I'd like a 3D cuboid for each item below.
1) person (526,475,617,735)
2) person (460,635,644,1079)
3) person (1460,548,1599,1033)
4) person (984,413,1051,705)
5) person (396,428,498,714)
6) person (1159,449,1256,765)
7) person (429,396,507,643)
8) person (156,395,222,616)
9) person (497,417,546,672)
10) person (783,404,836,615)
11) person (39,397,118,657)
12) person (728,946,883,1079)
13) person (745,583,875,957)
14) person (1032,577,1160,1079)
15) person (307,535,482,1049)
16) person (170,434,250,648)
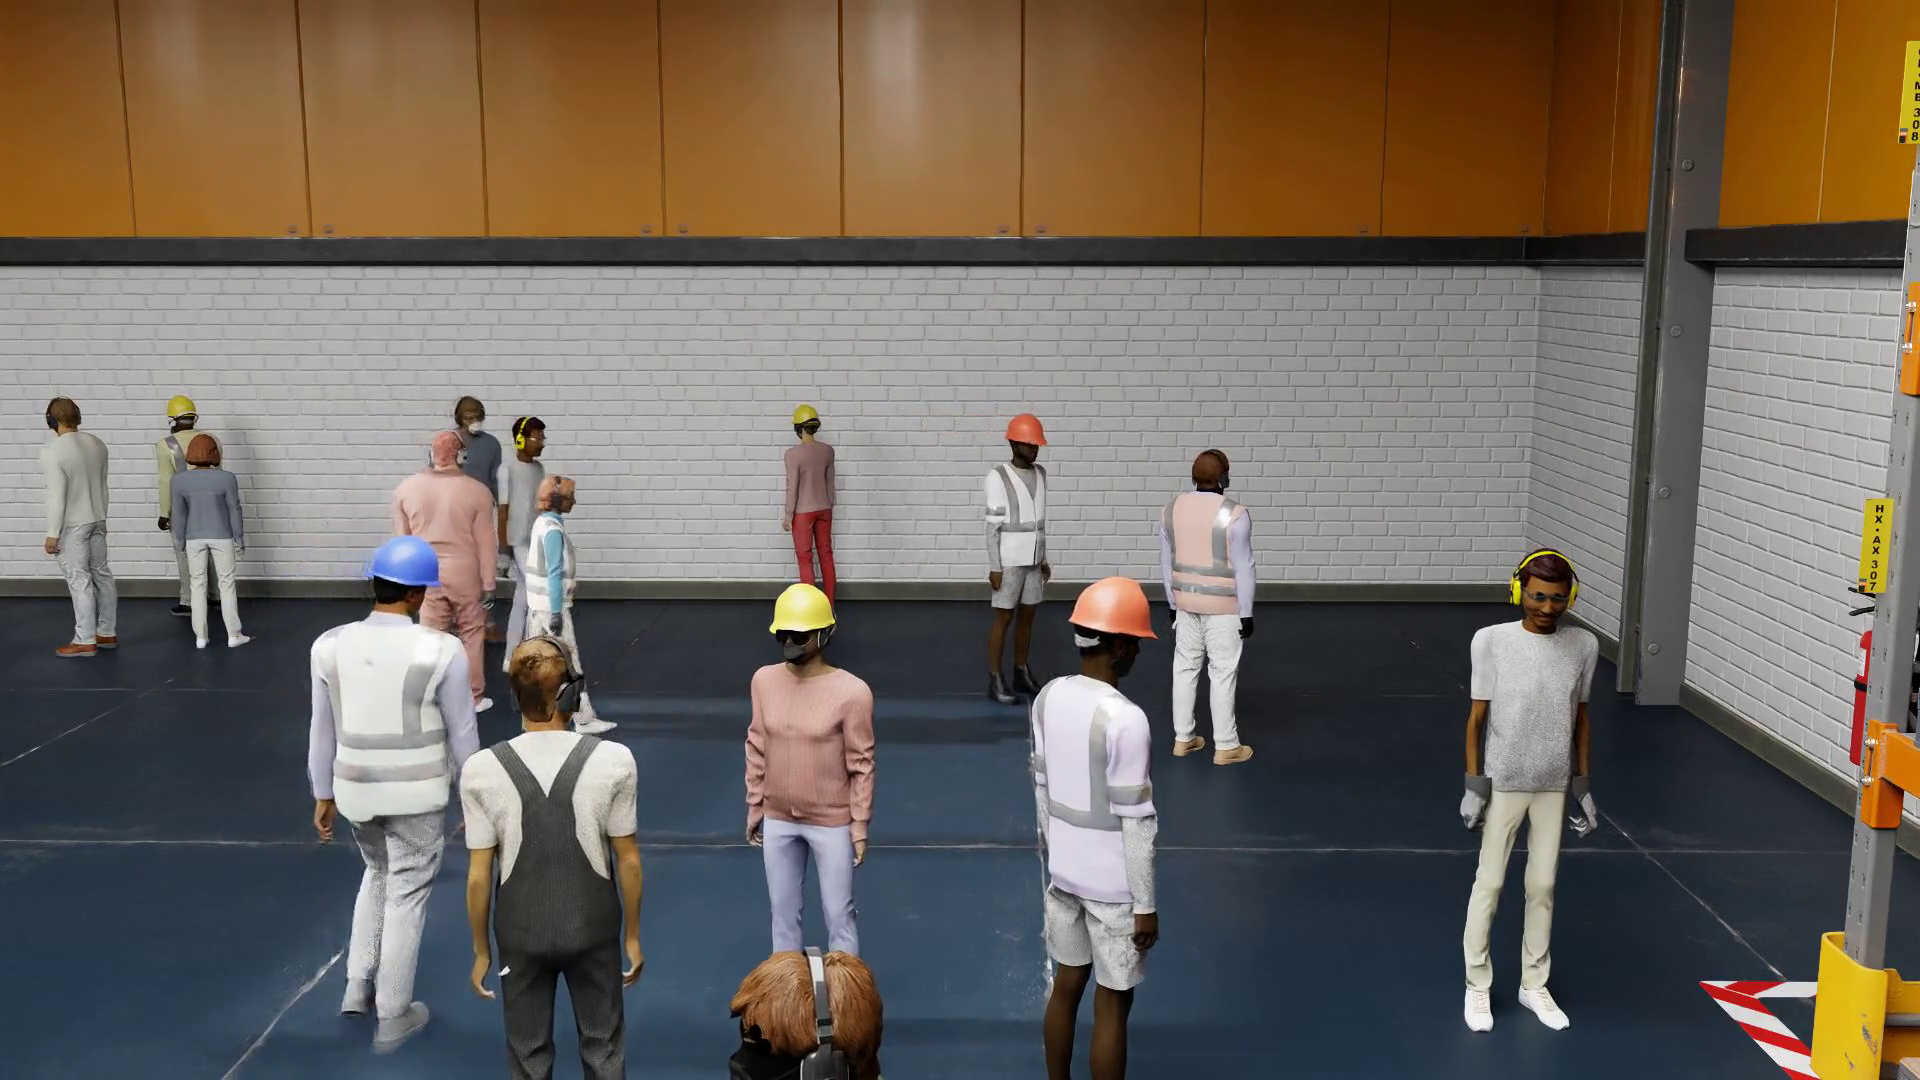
[{"bbox_3d":[-2.428,0.408,10.318,0.671,1.615,0.538,-4,10,-22],"label":"person"},{"bbox_3d":[-1.193,1.193,4.927,0.507,1.842,0.351,-2,10,-10],"label":"person"},{"bbox_3d":[2.171,0.950,6.328,0.521,1.861,0.328,0,9,-2],"label":"person"},{"bbox_3d":[0.415,0.122,11.059,0.551,1.932,0.378,-9,13,-44],"label":"person"},{"bbox_3d":[-3.237,0.240,10.506,0.657,1.883,0.744,1,10,8],"label":"person"},{"bbox_3d":[1.469,0.388,9.747,0.625,1.844,0.429,9,13,42],"label":"person"},{"bbox_3d":[-3.688,-0.154,12.792,0.830,1.903,0.656,6,11,30],"label":"person"},{"bbox_3d":[-6.396,-0.285,13.803,0.404,1.830,0.599,5,11,28],"label":"person"},{"bbox_3d":[-3.011,0.055,11.716,0.619,1.842,0.557,3,10,15],"label":"person"},{"bbox_3d":[-1.248,-0.230,13.673,0.329,1.767,0.529,9,13,43],"label":"person"},{"bbox_3d":[-6.565,-0.097,12.369,0.377,1.937,0.629,2,10,10],"label":"person"},{"bbox_3d":[-0.237,1.554,2.758,0.429,1.843,0.633,-4,10,-20],"label":"person"},{"bbox_3d":[-0.563,1.028,6.133,0.524,1.769,0.314,4,10,23],"label":"person"},{"bbox_3d":[0.467,1.073,5.377,0.366,1.931,0.542,-6,11,-32],"label":"person"},{"bbox_3d":[-2.113,0.939,6.234,0.609,1.915,0.473,2,10,11],"label":"person"},{"bbox_3d":[-5.690,0.011,12.623,0.498,1.634,0.278,-1,10,-8],"label":"person"}]
